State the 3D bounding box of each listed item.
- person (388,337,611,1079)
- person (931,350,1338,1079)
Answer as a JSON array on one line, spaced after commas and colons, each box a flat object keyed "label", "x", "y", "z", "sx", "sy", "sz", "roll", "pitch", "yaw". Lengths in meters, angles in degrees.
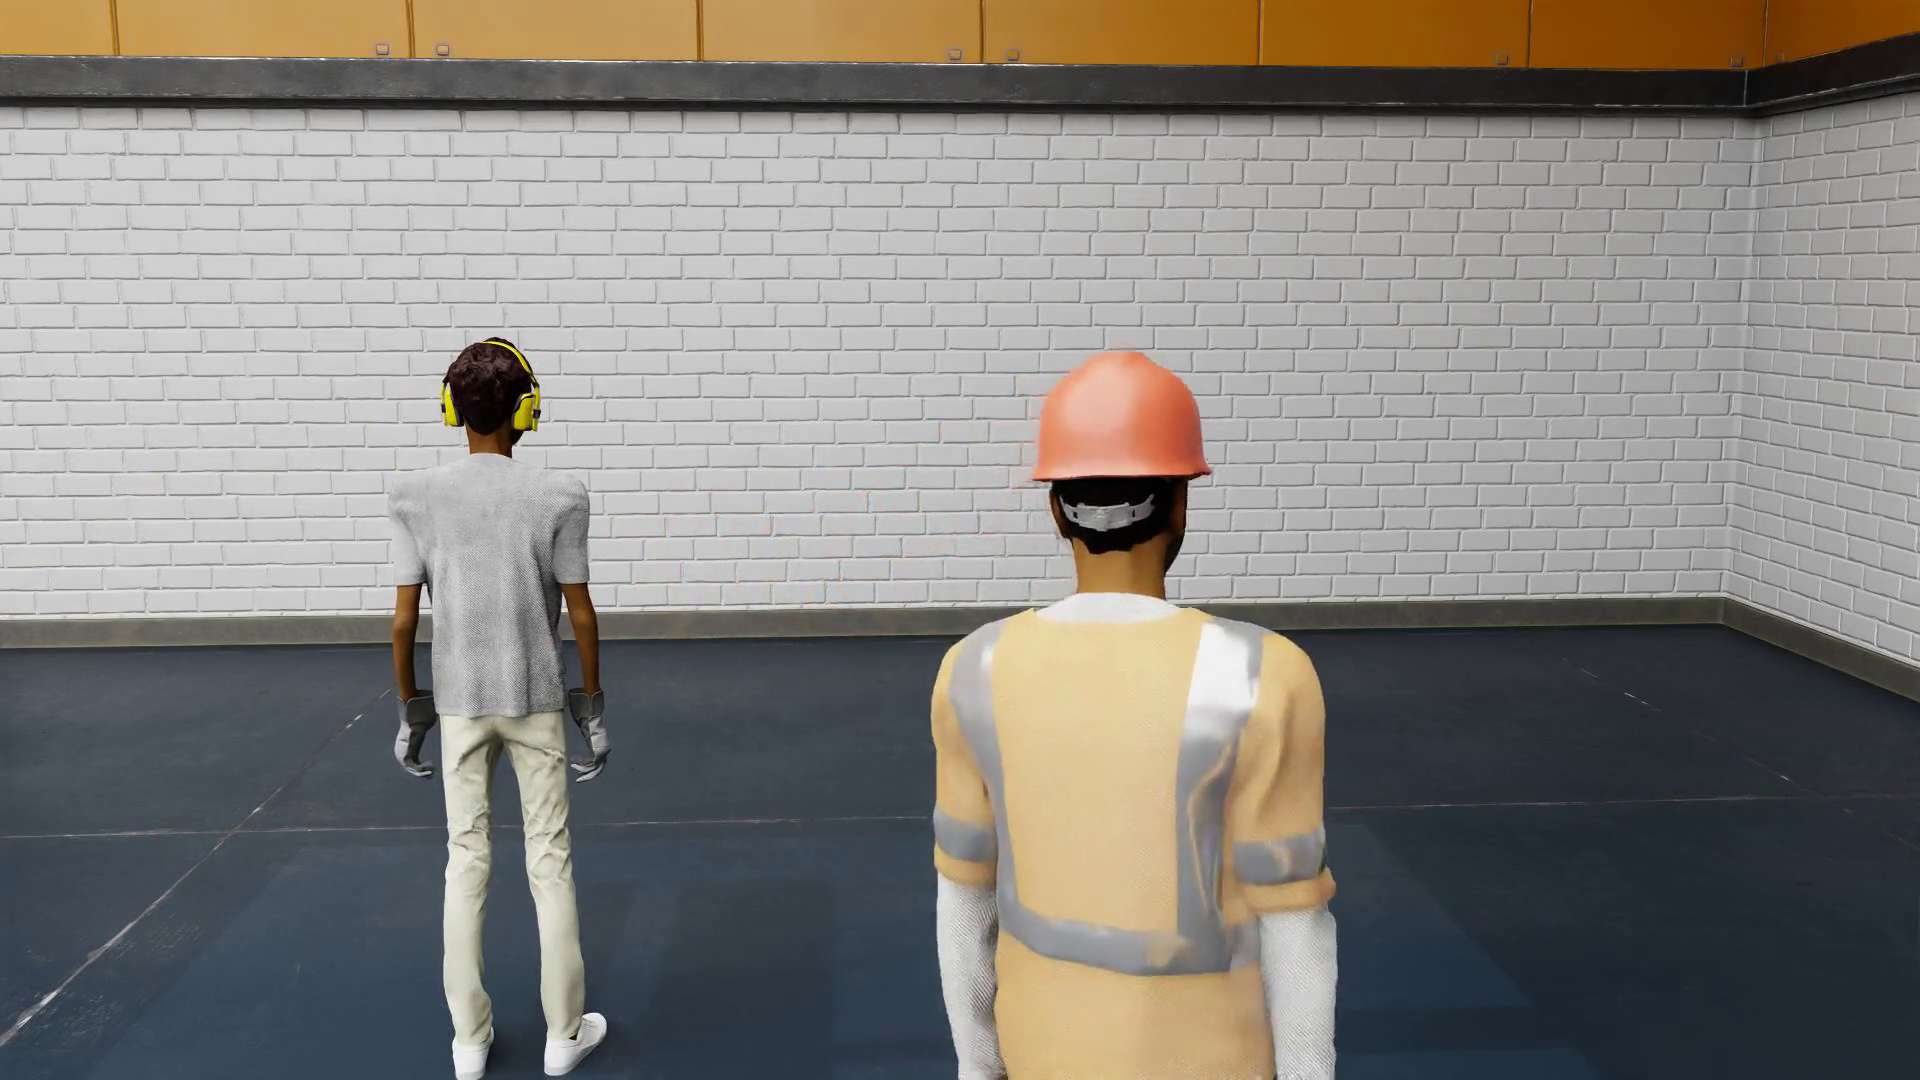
[{"label": "person", "x": -1.154, "y": 0.431, "z": 4.191, "sx": 0.538, "sy": 1.869, "sz": 0.313, "roll": -1, "pitch": 9, "yaw": -4}, {"label": "person", "x": 0.229, "y": 0.710, "z": 2.257, "sx": 0.599, "sy": 1.922, "sz": 0.625, "roll": 5, "pitch": 10, "yaw": 28}]
